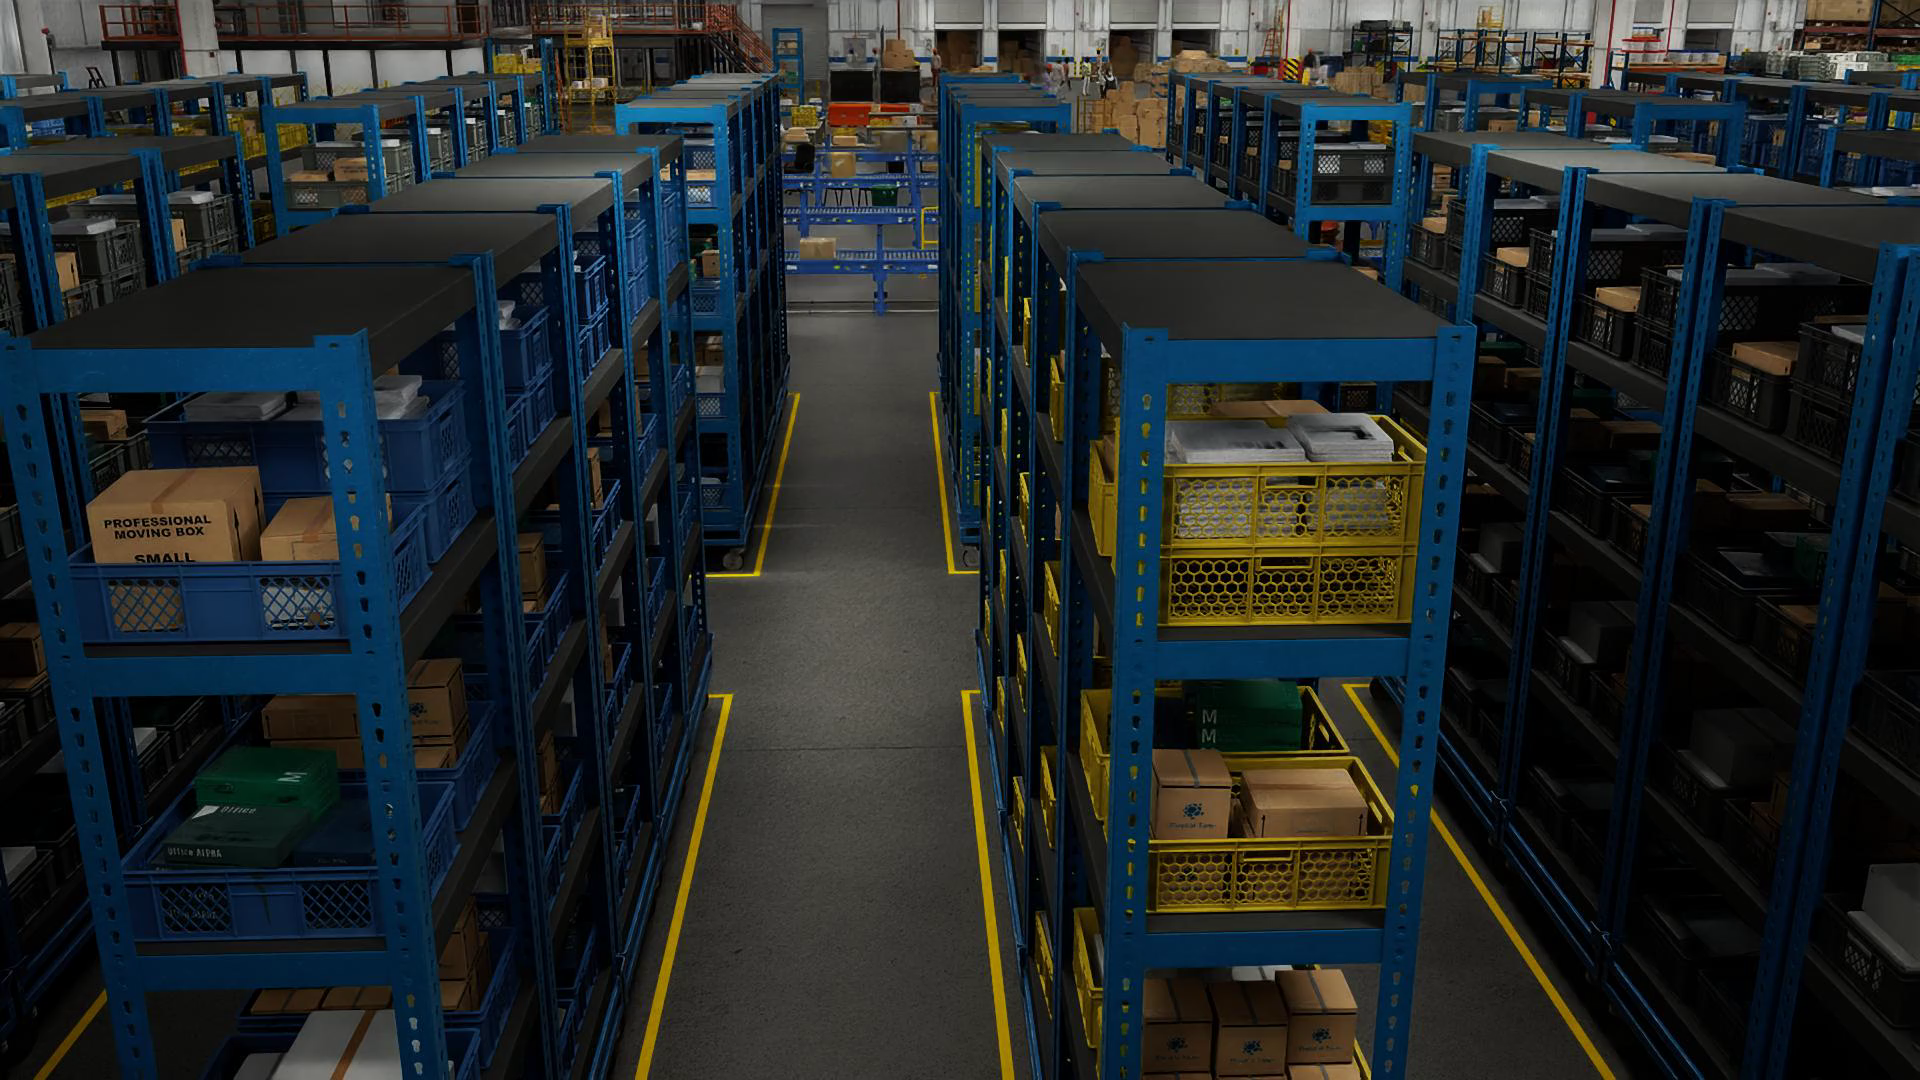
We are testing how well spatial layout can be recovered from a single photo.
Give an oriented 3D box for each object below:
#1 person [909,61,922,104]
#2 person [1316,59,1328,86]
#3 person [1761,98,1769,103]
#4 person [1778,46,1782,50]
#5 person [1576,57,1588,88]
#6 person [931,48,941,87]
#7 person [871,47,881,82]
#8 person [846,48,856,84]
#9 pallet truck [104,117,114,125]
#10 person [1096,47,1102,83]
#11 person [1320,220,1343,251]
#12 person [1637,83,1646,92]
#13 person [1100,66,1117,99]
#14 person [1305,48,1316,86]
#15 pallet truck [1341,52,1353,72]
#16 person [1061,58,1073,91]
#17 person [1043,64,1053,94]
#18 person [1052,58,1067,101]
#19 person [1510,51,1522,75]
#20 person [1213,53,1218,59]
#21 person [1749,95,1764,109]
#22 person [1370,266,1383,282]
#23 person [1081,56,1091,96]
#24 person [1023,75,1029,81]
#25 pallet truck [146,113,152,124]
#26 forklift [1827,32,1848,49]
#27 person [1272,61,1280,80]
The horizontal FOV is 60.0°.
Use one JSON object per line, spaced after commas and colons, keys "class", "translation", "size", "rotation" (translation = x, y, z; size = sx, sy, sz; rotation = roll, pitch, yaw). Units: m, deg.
{"class": "person", "translation": [-1.895, -19.595, 71.489], "size": [0.919, 1.897, 0.597], "rotation": [-15, 23, -39]}
{"class": "person", "translation": [16.571, -21.226, 76.651], "size": [0.839, 1.811, 0.662], "rotation": [-7, 19, -20]}
{"class": "person", "translation": [23.385, -12.046, 48.500], "size": [0.902, 1.640, 0.536], "rotation": [-6, 19, -18]}
{"class": "person", "translation": [46.709, -27.209, 94.970], "size": [0.361, 1.940, 0.543], "rotation": [-10, 20, -28]}
{"class": "person", "translation": [30.972, -23.173, 82.794], "size": [0.486, 1.744, 0.296], "rotation": [8, 19, 22]}
{"class": "person", "translation": [-1.294, -24.988, 88.010], "size": [0.616, 1.990, 0.393], "rotation": [12, 21, 32]}
{"class": "person", "translation": [-4.672, -26.769, 93.666], "size": [0.661, 1.910, 0.586], "rotation": [-6, 19, -18]}
{"class": "person", "translation": [-5.968, -25.932, 91.029], "size": [0.616, 1.930, 0.741], "rotation": [6, 19, 19]}
{"class": "pallet truck", "translation": [-18.367, -7.885, 35.078], "size": [1.885, 1.965, 0.823], "rotation": [1, 18, 2]}
{"class": "person", "translation": [7.680, -26.281, 92.118], "size": [0.382, 1.924, 0.594], "rotation": [2, 18, 6]}
{"class": "person", "translation": [4.297, -2.831, 19.476], "size": [0.618, 1.983, 0.431], "rotation": [10, 20, 28]}
{"class": "person", "translation": [32.863, -22.328, 80.013], "size": [0.515, 1.844, 0.329], "rotation": [14, 22, 36]}
{"class": "person", "translation": [5.573, -16.618, 62.034], "size": [0.682, 2.000, 0.537], "rotation": [-7, 19, -21]}
{"class": "person", "translation": [18.919, -25.604, 89.978], "size": [0.611, 1.963, 0.952], "rotation": [-4, 18, -13]}
{"class": "pallet truck", "translation": [18.794, -23.123, 82.231], "size": [0.823, 1.965, 1.885], "rotation": [-13, 22, -35]}
{"class": "person", "translation": [5.289, -23.395, 83.614], "size": [0.845, 1.660, 0.534], "rotation": [-9, 20, -26]}
{"class": "person", "translation": [3.342, -17.604, 65.126], "size": [0.790, 2.020, 0.620], "rotation": [-2, 18, -8]}
{"class": "person", "translation": [4.502, -20.789, 75.172], "size": [1.001, 1.884, 0.652], "rotation": [-13, 22, -34]}
{"class": "person", "translation": [29.469, -24.969, 88.163], "size": [0.580, 1.866, 0.464], "rotation": [16, 24, 41]}
{"class": "person", "translation": [13.703, -25.248, 89.227], "size": [0.748, 1.741, 0.537], "rotation": [-2, 18, -5]}
{"class": "person", "translation": [31.576, -17.729, 65.716], "size": [1.018, 1.883, 0.565], "rotation": [-2, 18, -6]}
{"class": "person", "translation": [4.080, -1.893, 16.868], "size": [0.588, 1.797, 0.994], "rotation": [0, 18, 1]}
{"class": "person", "translation": [6.076, -22.241, 79.759], "size": [0.429, 1.841, 0.625], "rotation": [15, 23, 39]}
{"class": "person", "translation": [2.366, -15.779, 59.783], "size": [1.001, 1.830, 0.582], "rotation": [3, 18, 9]}
{"class": "pallet truck", "translation": [-18.087, -8.309, 36.390], "size": [1.885, 1.965, 0.823], "rotation": [-1, 18, -4]}
{"class": "forklift", "translation": [46.024, -25.320, 87.618], "size": [1.129, 2.768, 1.873], "rotation": [-1, 18, -2]}
{"class": "person", "translation": [14.031, -20.219, 73.524], "size": [1.003, 1.815, 0.540], "rotation": [8, 20, 24]}
